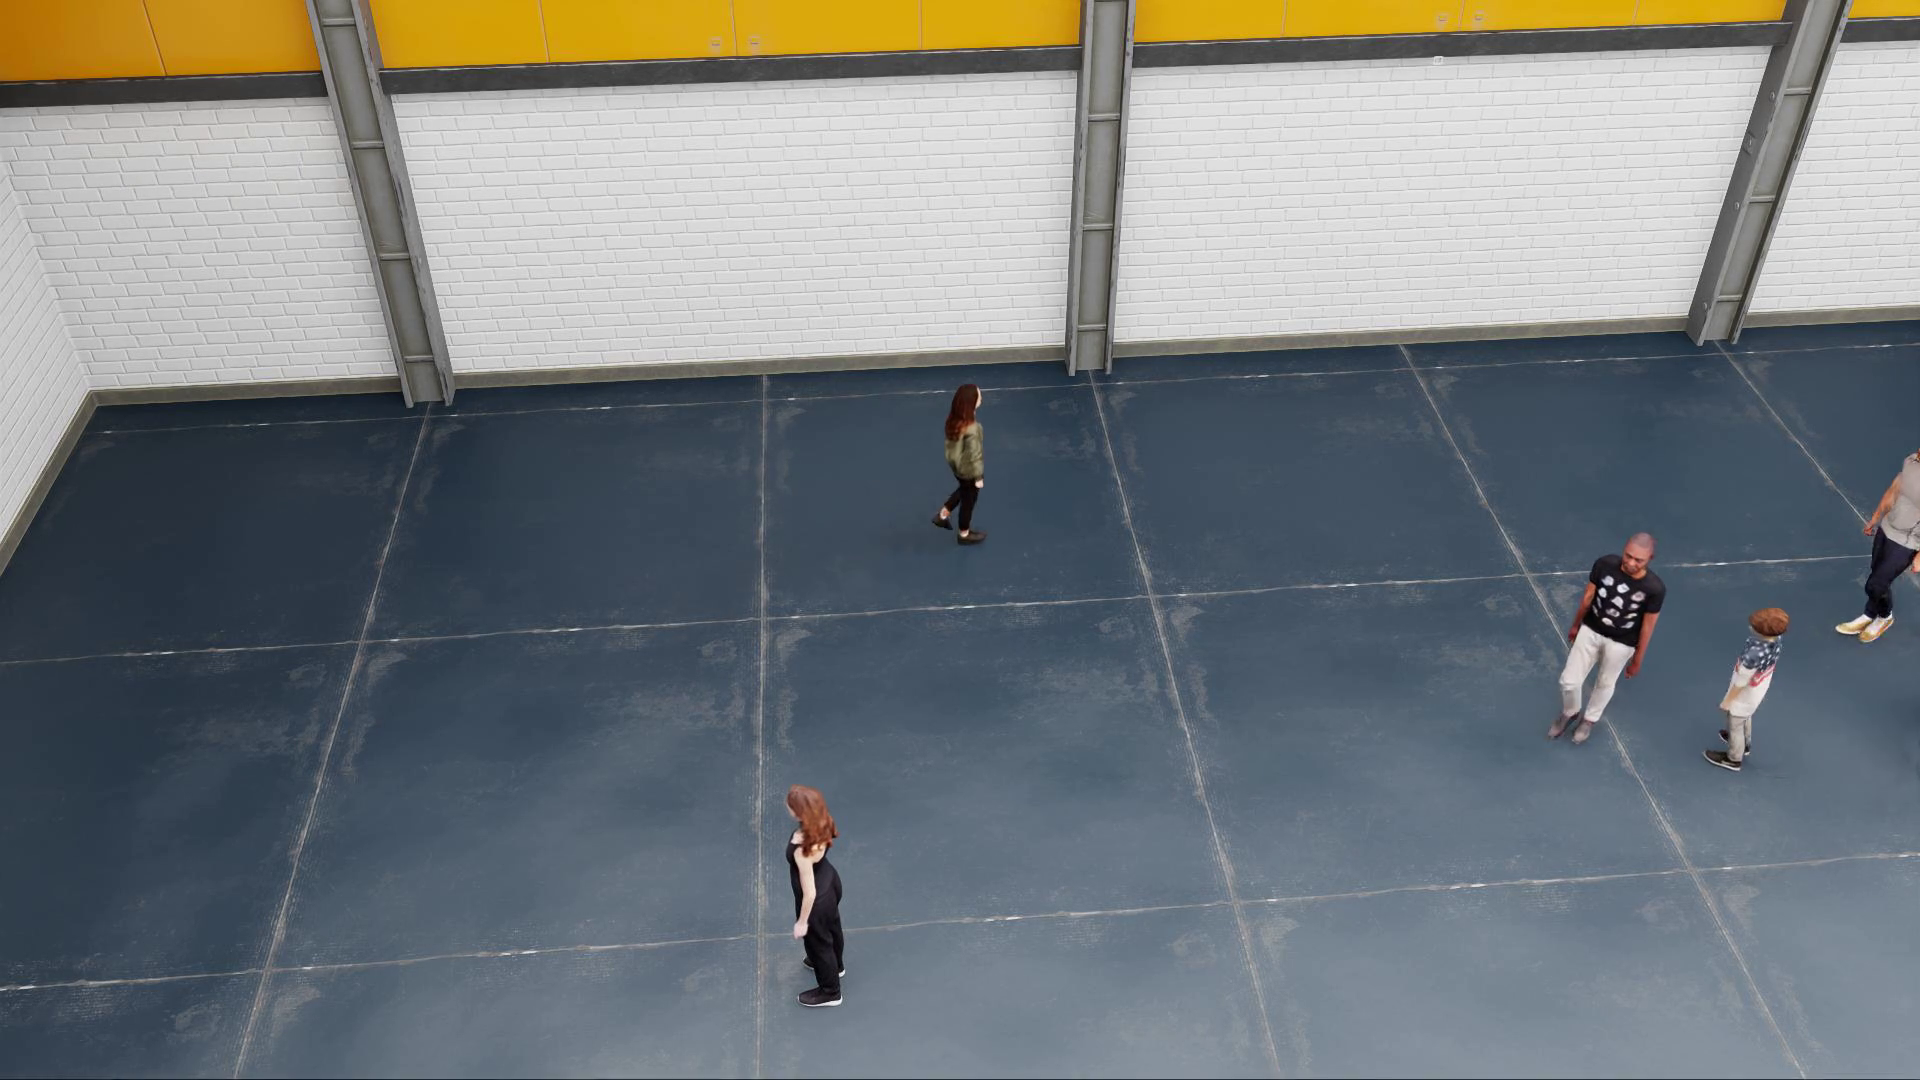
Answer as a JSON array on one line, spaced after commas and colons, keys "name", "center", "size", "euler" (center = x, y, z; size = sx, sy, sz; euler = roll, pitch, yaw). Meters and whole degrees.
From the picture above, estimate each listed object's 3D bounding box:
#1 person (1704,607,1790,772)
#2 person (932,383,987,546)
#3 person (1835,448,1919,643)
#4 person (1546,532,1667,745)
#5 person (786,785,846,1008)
[{"name": "person", "center": [5.283, 0.979, 11.074], "size": [0.638, 1.420, 0.730], "euler": [-20, 43, -23]}, {"name": "person", "center": [-0.021, -0.559, 12.962], "size": [0.702, 1.468, 0.657], "euler": [-11, 40, -13]}, {"name": "person", "center": [6.859, -0.036, 11.971], "size": [0.629, 1.888, 0.673], "euler": [-5, 39, -6]}, {"name": "person", "center": [4.418, 0.619, 11.227], "size": [0.818, 1.792, 0.880], "euler": [27, 46, 30]}, {"name": "person", "center": [-0.809, 2.021, 9.510], "size": [0.580, 1.745, 0.624], "euler": [4, 39, 5]}]
